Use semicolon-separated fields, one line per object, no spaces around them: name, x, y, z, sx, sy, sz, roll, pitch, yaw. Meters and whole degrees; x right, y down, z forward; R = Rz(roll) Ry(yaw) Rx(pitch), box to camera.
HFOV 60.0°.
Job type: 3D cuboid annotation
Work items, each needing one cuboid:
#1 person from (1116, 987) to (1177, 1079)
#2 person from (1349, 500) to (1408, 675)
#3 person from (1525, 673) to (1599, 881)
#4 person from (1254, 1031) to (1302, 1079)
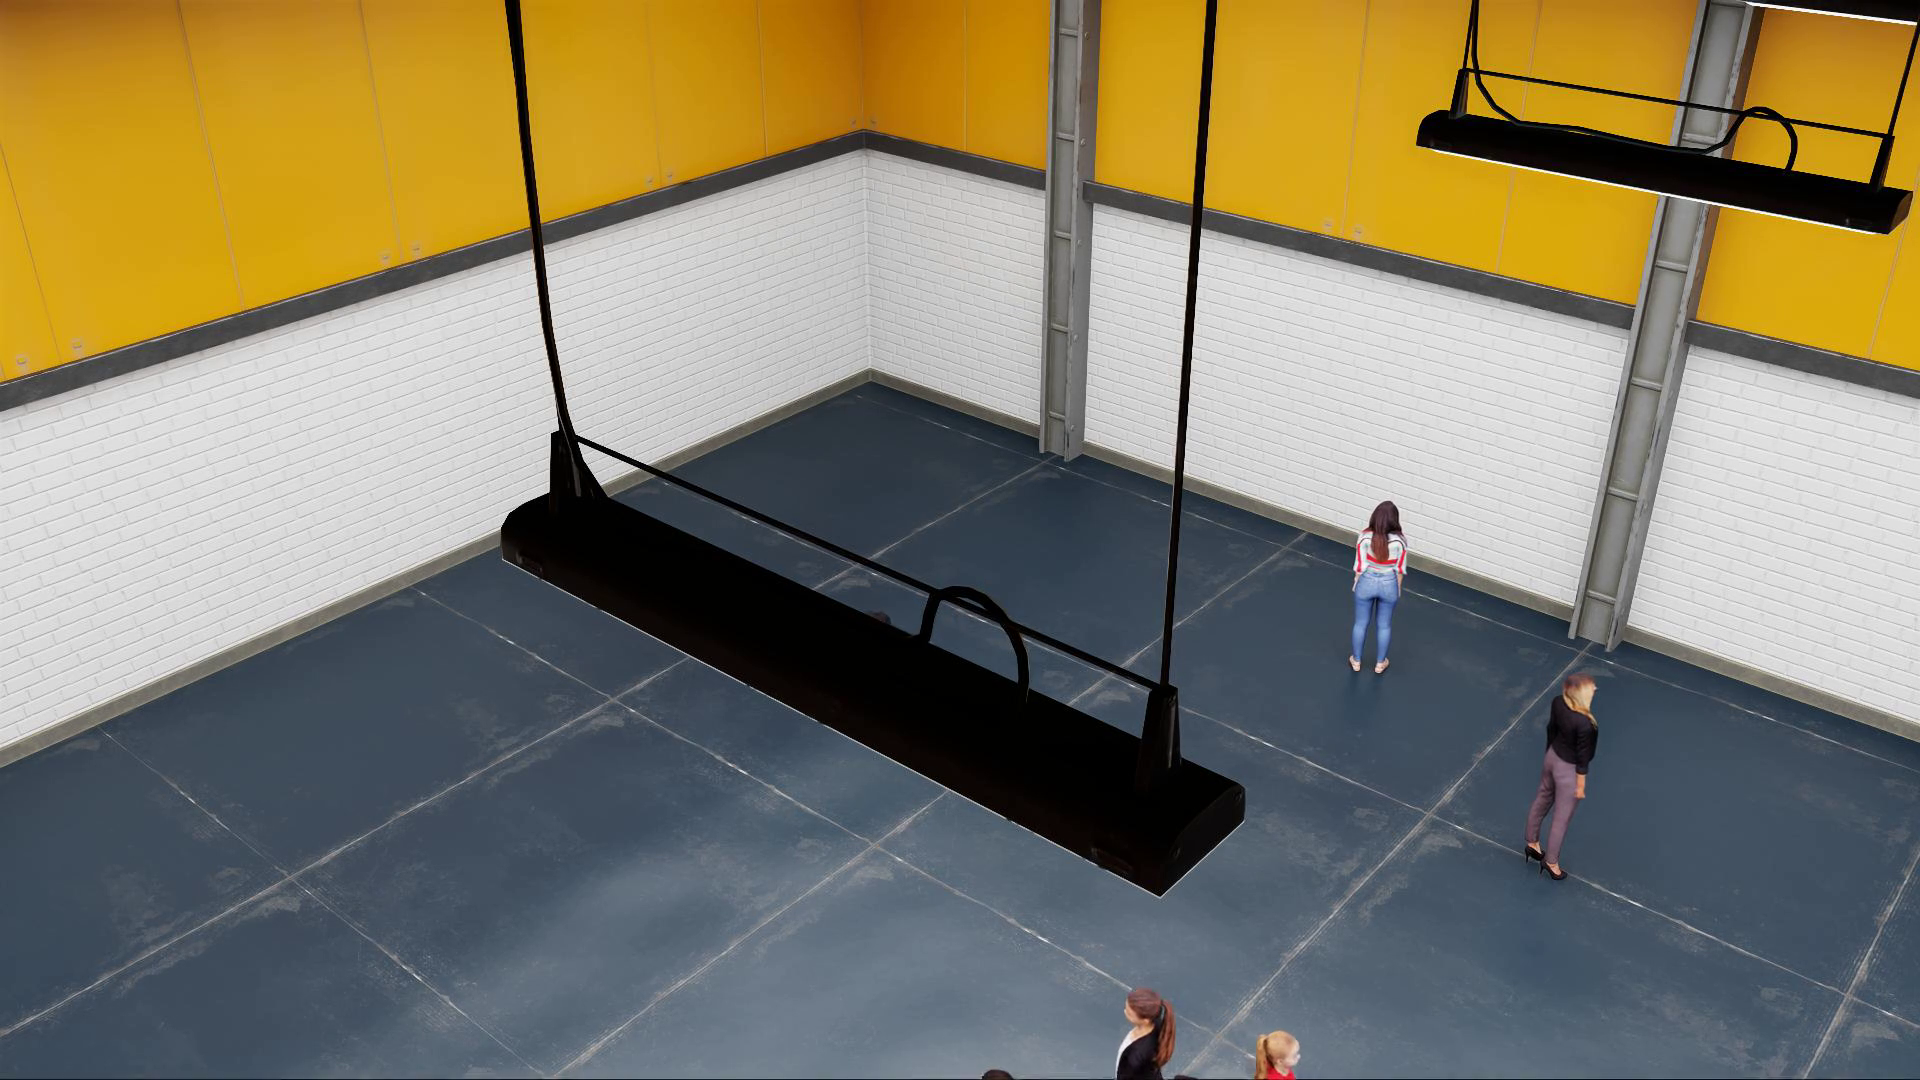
person;1.081;3.116;9.228;0.696;1.540;0.625;11;31;20
person;3.549;0.393;14.141;0.594;1.614;0.723;7;29;12
person;4.254;1.654;11.771;0.741;1.671;0.652;-6;29;-12
person;1.693;3.241;9.273;0.701;1.278;0.628;6;29;11
